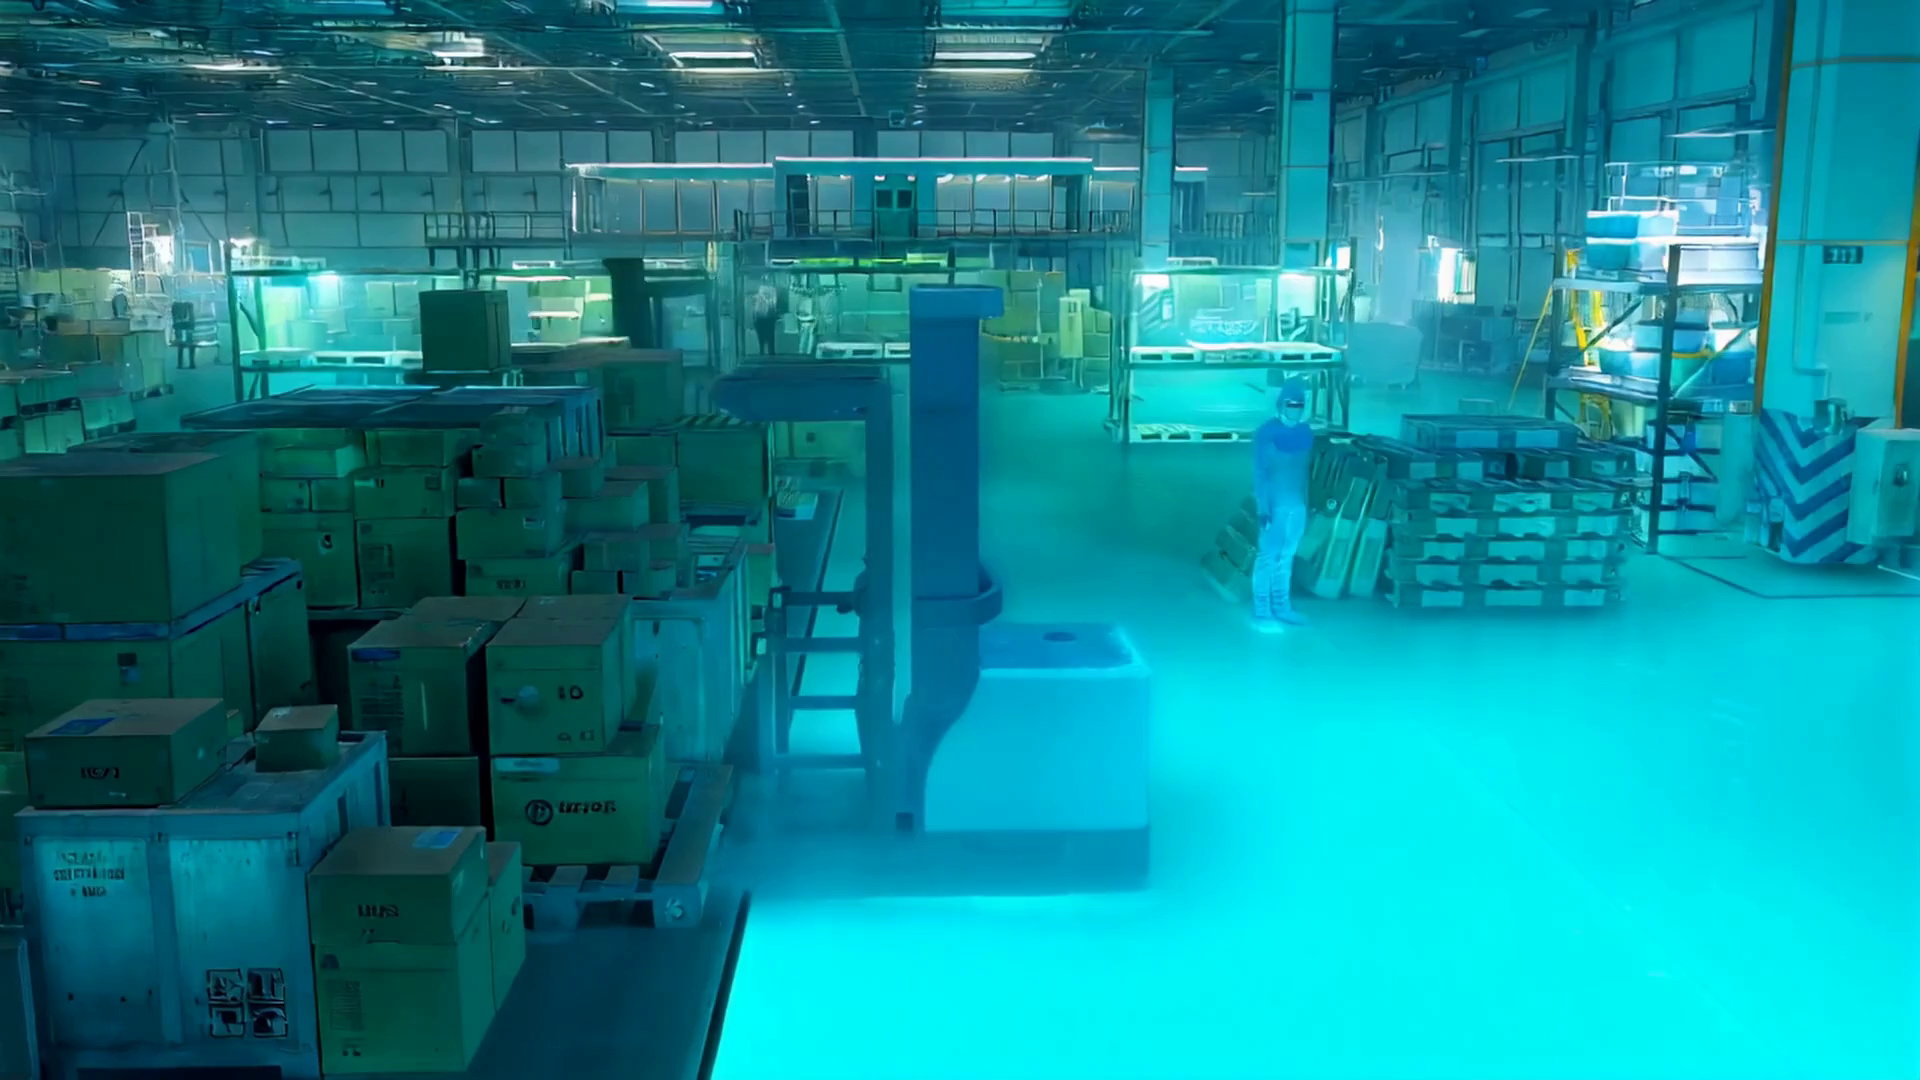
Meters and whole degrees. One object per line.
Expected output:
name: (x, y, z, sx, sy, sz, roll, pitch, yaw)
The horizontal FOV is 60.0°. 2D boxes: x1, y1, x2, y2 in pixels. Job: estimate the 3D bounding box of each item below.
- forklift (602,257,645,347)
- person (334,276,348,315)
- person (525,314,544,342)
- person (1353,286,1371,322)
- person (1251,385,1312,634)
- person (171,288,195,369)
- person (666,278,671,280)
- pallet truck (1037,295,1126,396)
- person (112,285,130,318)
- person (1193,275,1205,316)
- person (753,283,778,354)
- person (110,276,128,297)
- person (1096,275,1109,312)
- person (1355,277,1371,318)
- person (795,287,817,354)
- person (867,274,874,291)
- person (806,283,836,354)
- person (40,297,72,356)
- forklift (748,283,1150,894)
forklift: (-4.244, -2.217, 21.332, 1.873, 2.768, 1.129, 0, 10, -2)
person: (-25.701, -10.204, 69.030, 0.511, 1.717, 0.384, -6, 12, -29)
person: (-6.999, -2.838, 27.718, 0.915, 1.833, 0.516, -1, 10, -6)
person: (10.817, -5.937, 44.960, 0.546, 1.834, 0.877, 5, 11, 26)
person: (2.527, -0.250, 13.013, 0.627, 1.936, 0.373, -9, 13, -40)
person: (-18.591, -5.059, 39.791, 0.548, 1.937, 0.379, 0, 10, -2)
person: (-9.808, -7.822, 55.487, 0.605, 1.844, 0.930, 7, 12, 35)
pallet truck: (2.483, -3.881, 33.060, 1.885, 1.965, 0.823, -7, 13, -36)
person: (-24.039, -6.401, 47.621, 0.510, 1.808, 0.603, 2, 10, 9)
person: (9.271, -9.461, 64.571, 0.506, 1.847, 0.343, 6, 12, 31)
person: (-4.839, -5.326, 40.993, 0.536, 2.000, 0.688, 7, 12, 35)
person: (-28.566, -8.047, 56.593, 0.565, 1.898, 1.000, -3, 11, -16)
person: (4.961, -8.268, 57.764, 0.390, 1.911, 0.584, -7, 12, -33)
person: (13.691, -7.998, 56.429, 0.633, 1.842, 0.429, 6, 12, 30)
person: (-3.910, -5.491, 42.348, 0.582, 1.882, 0.338, -5, 12, -28)
person: (-3.301, -8.481, 58.900, 0.539, 1.929, 0.389, -4, 11, -24)
person: (-3.708, -5.875, 44.382, 0.885, 1.914, 0.635, -5, 11, -27)
person: (-18.049, -3.870, 33.152, 0.643, 1.933, 0.884, 0, 10, 1)
forklift: (-0.058, 0.174, 8.009, 1.873, 2.768, 1.129, 0, 10, -2)
